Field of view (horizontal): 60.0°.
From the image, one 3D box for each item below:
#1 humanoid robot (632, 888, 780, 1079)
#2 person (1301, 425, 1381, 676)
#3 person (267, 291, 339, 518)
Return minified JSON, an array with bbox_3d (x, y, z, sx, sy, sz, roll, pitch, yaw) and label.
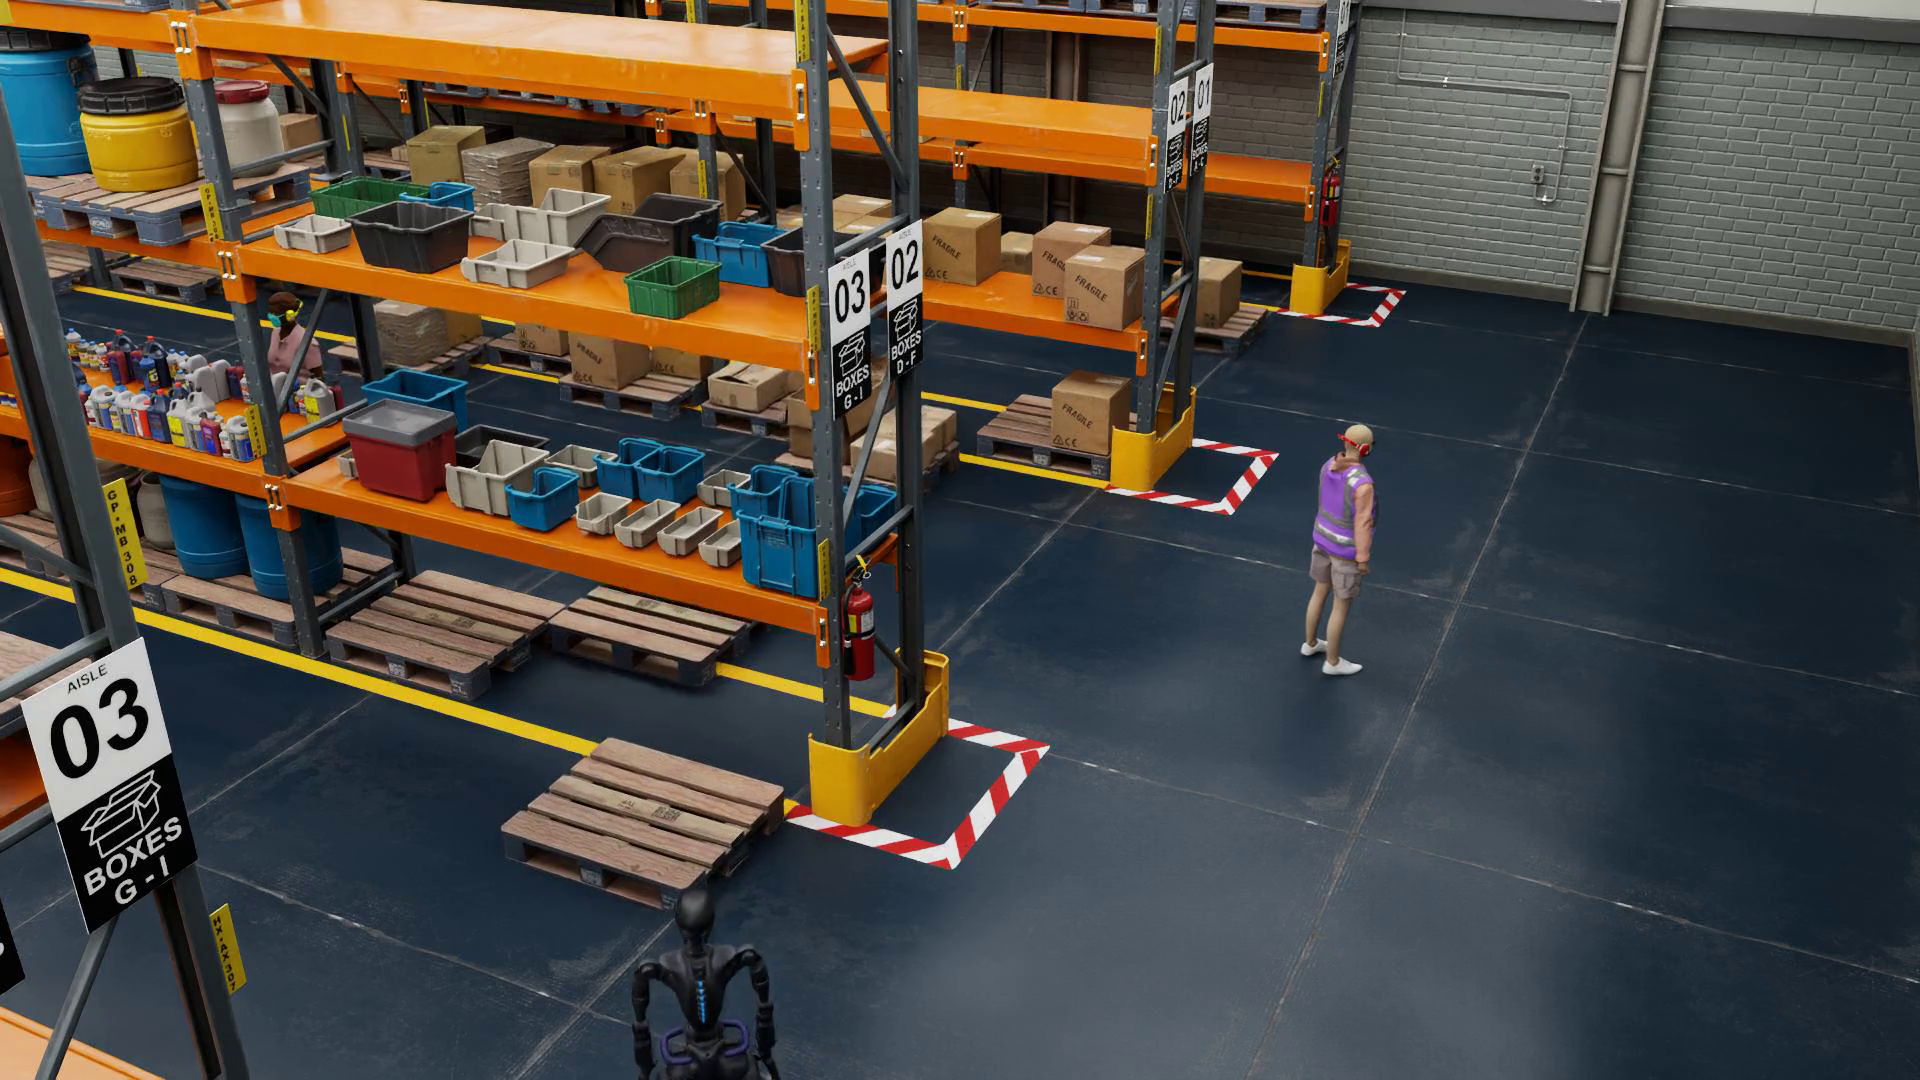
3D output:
[{"bbox_3d":[-0.998,2.072,6.536,0.589,1.631,0.450,-6,27,-12],"label":"humanoid robot"},{"bbox_3d":[2.426,0.059,10.587,0.347,1.688,0.491,-11,28,-21],"label":"person"},{"bbox_3d":[-4.989,-1.021,12.644,0.524,1.801,0.336,16,30,29],"label":"person"}]
